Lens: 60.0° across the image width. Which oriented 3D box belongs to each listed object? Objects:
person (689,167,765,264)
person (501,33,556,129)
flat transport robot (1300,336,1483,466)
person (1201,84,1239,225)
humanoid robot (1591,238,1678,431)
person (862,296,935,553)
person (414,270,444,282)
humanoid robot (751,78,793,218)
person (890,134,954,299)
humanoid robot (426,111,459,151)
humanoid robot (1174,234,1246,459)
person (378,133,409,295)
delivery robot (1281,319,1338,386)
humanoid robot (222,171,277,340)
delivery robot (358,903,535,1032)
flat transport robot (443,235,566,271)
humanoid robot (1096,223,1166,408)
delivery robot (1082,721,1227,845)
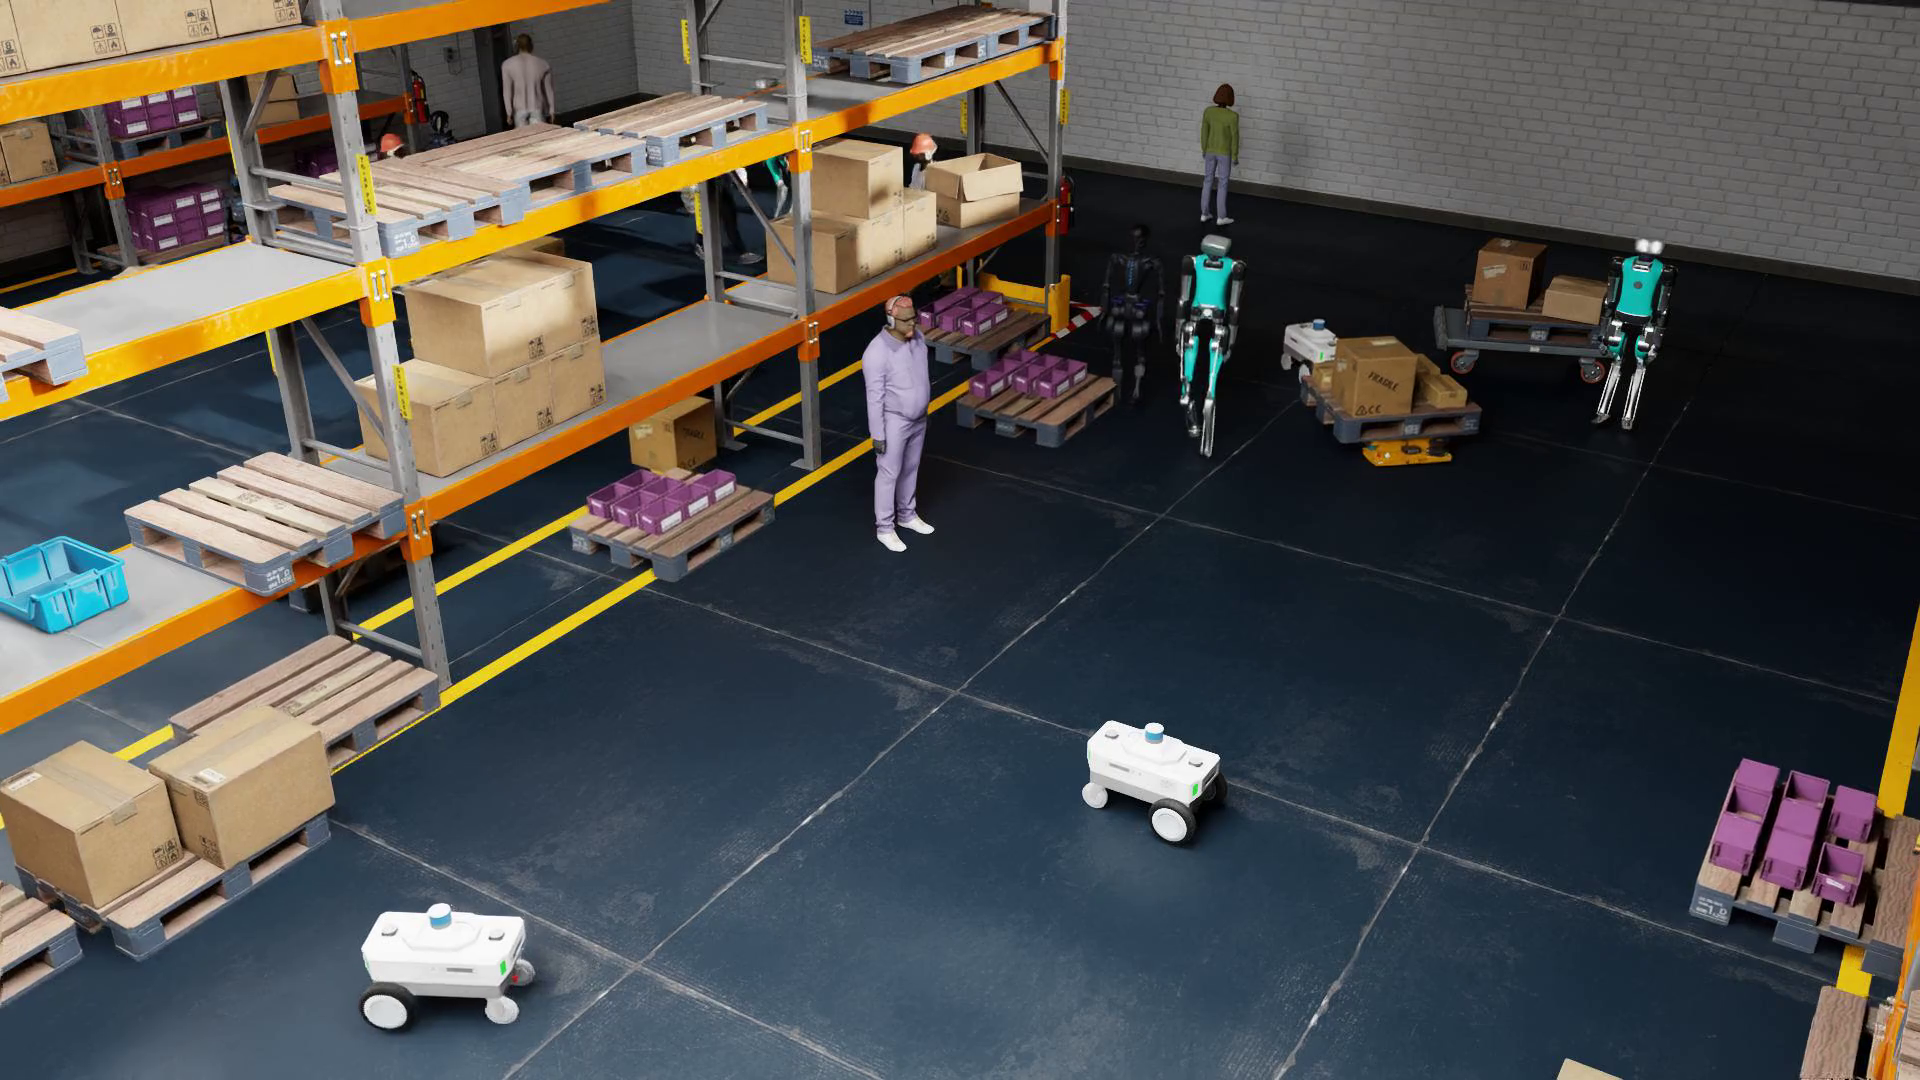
[{"bbox_3d":[-2.641,-3.865,18.242,0.907,1.687,0.782,11,29,21],"label":"person"},{"bbox_3d":[-5.494,-5.508,21.291,0.645,1.870,0.965,-7,28,-14],"label":"person"},{"bbox_3d":[3.586,-0.999,14.166,0.659,0.231,1.431,-4,27,-8],"label":"flat transport robot"},{"bbox_3d":[3.071,-4.561,19.674,0.506,1.630,0.266,22,34,37],"label":"person"},{"bbox_3d":[5.653,-1.766,13.906,0.533,1.680,0.735,16,31,28],"label":"humanoid robot"},{"bbox_3d":[-0.412,-0.861,12.087,0.409,1.906,0.652,17,32,30],"label":"person"},{"bbox_3d":[-4.062,-1.332,13.078,0.329,1.846,0.512,4,27,7],"label":"person"},{"bbox_3d":[-2.051,-4.540,19.634,0.541,1.877,0.746,20,33,34],"label":"humanoid robot"},{"bbox_3d":[-0.395,-3.333,17.173,0.830,1.710,0.566,-9,28,-18],"label":"person"},{"bbox_3d":[-5.603,-3.887,18.286,0.599,1.657,0.315,16,31,28],"label":"humanoid robot"},{"bbox_3d":[1.996,-1.508,13.650,0.558,1.877,0.794,6,27,11],"label":"humanoid robot"},{"bbox_3d":[-5.670,-3.310,17.123,0.828,1.712,0.591,7,28,13],"label":"person"},{"bbox_3d":[3.280,-1.734,15.284,0.499,0.582,0.773,-9,28,-17],"label":"delivery robot"},{"bbox_3d":[-6.805,-2.729,16.018,0.601,1.656,0.428,6,28,12],"label":"humanoid robot"},{"bbox_3d":[-2.447,1.995,7.934,0.766,0.580,0.499,2,27,3],"label":"delivery robot"},{"bbox_3d":[-4.619,-2.132,16.399,0.659,0.231,1.431,17,31,30],"label":"flat transport robot"},{"bbox_3d":[1.478,-1.946,14.480,0.607,1.648,0.319,9,28,17],"label":"humanoid robot"},{"bbox_3d":[1.076,1.290,9.309,0.739,0.566,0.499,16,31,28],"label":"delivery robot"}]
